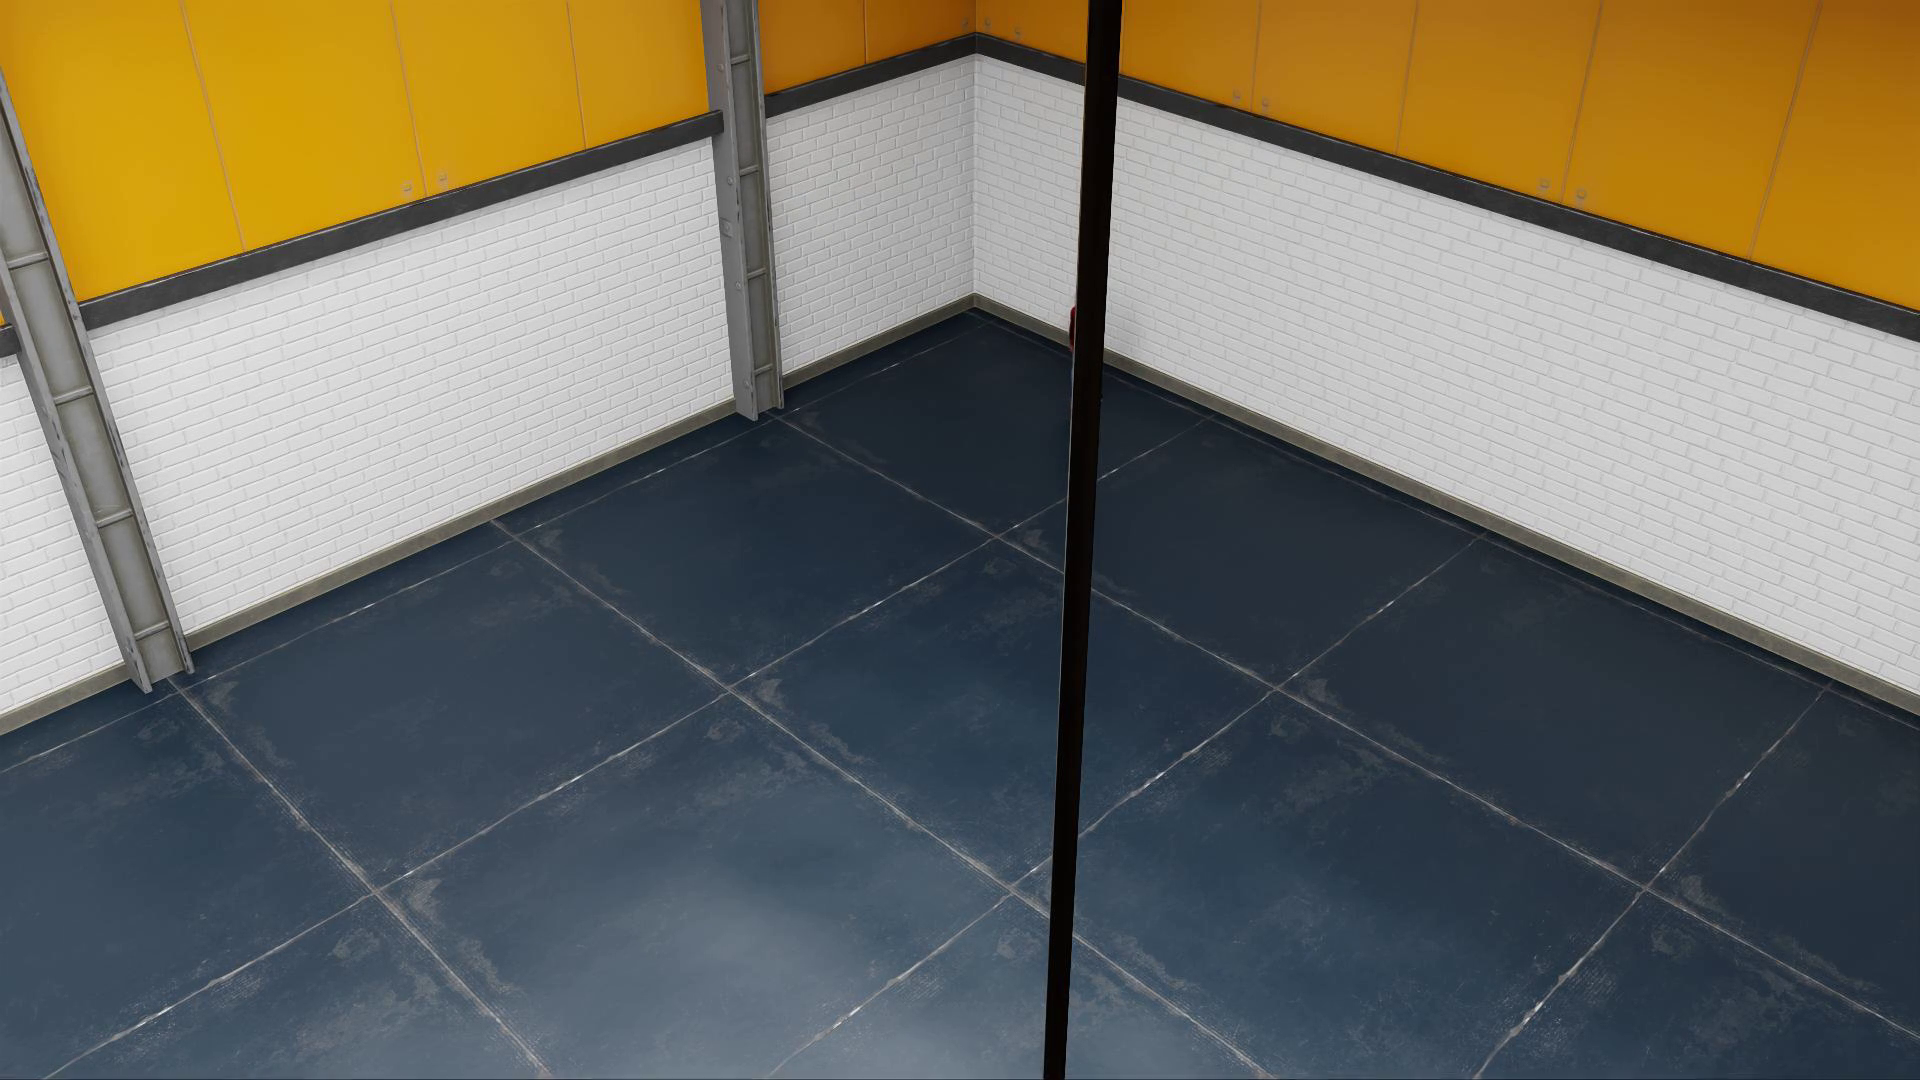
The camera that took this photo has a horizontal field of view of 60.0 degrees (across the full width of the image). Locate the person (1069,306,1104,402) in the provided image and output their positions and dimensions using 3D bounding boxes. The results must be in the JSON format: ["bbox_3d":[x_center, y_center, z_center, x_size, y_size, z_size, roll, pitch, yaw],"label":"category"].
[{"bbox_3d":[1.235,-1.924,16.318,0.560,1.255,0.564,16,37,22],"label":"person"}]
